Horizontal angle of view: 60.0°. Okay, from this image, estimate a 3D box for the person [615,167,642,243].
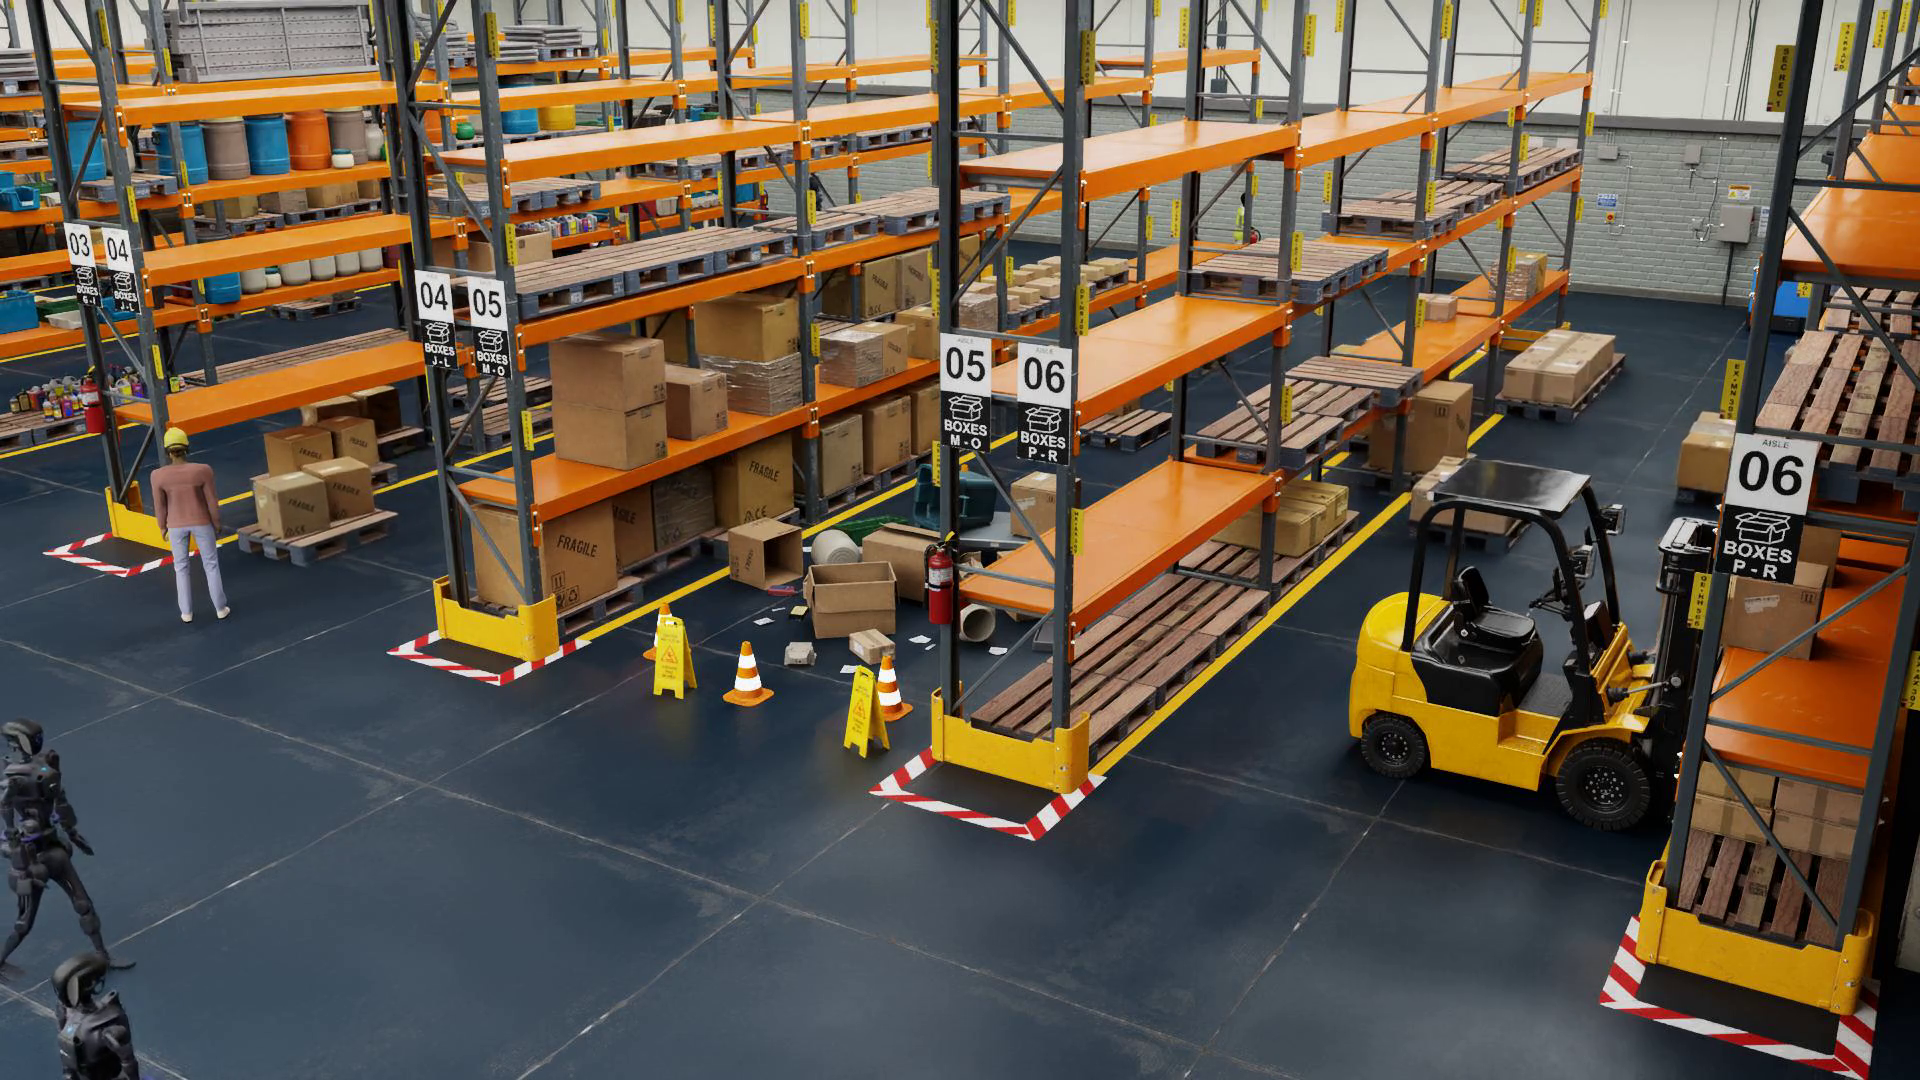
[{"bbox_3d":[-6.962,-6.977,34.480,0.517,1.776,0.530,-18,26,-41],"label":"person"}]

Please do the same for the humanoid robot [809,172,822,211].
[{"bbox_3d":[-3.064,-7.053,34.860,0.350,1.646,0.590,6,20,16],"label":"humanoid robot"}]

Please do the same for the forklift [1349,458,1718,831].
[{"bbox_3d":[3.988,0.658,11.776,2.313,2.155,1.214,11,22,29],"label":"forklift"}]

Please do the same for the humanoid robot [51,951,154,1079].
[{"bbox_3d":[-3.619,2.499,7.263,0.590,1.642,0.575,12,22,30],"label":"humanoid robot"}]

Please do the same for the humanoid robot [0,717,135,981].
[{"bbox_3d":[-5.244,1.761,9.457,0.805,1.630,0.591,1,19,2],"label":"humanoid robot"}]

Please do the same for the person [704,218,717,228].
[{"bbox_3d":[-5.239,-7.063,34.868,0.489,1.688,0.352,-6,20,-17],"label":"person"}]

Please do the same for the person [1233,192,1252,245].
[{"bbox_3d":[5.169,-5.511,30.377,0.321,1.686,0.537,-2,19,-5],"label":"person"}]

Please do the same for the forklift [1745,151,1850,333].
[{"bbox_3d":[13.620,-4.667,26.137,1.873,2.768,1.129,11,22,29],"label":"forklift"}]

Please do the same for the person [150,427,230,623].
[{"bbox_3d":[-6.821,-0.134,14.729,0.522,1.760,0.339,-6,20,-17],"label":"person"}]
